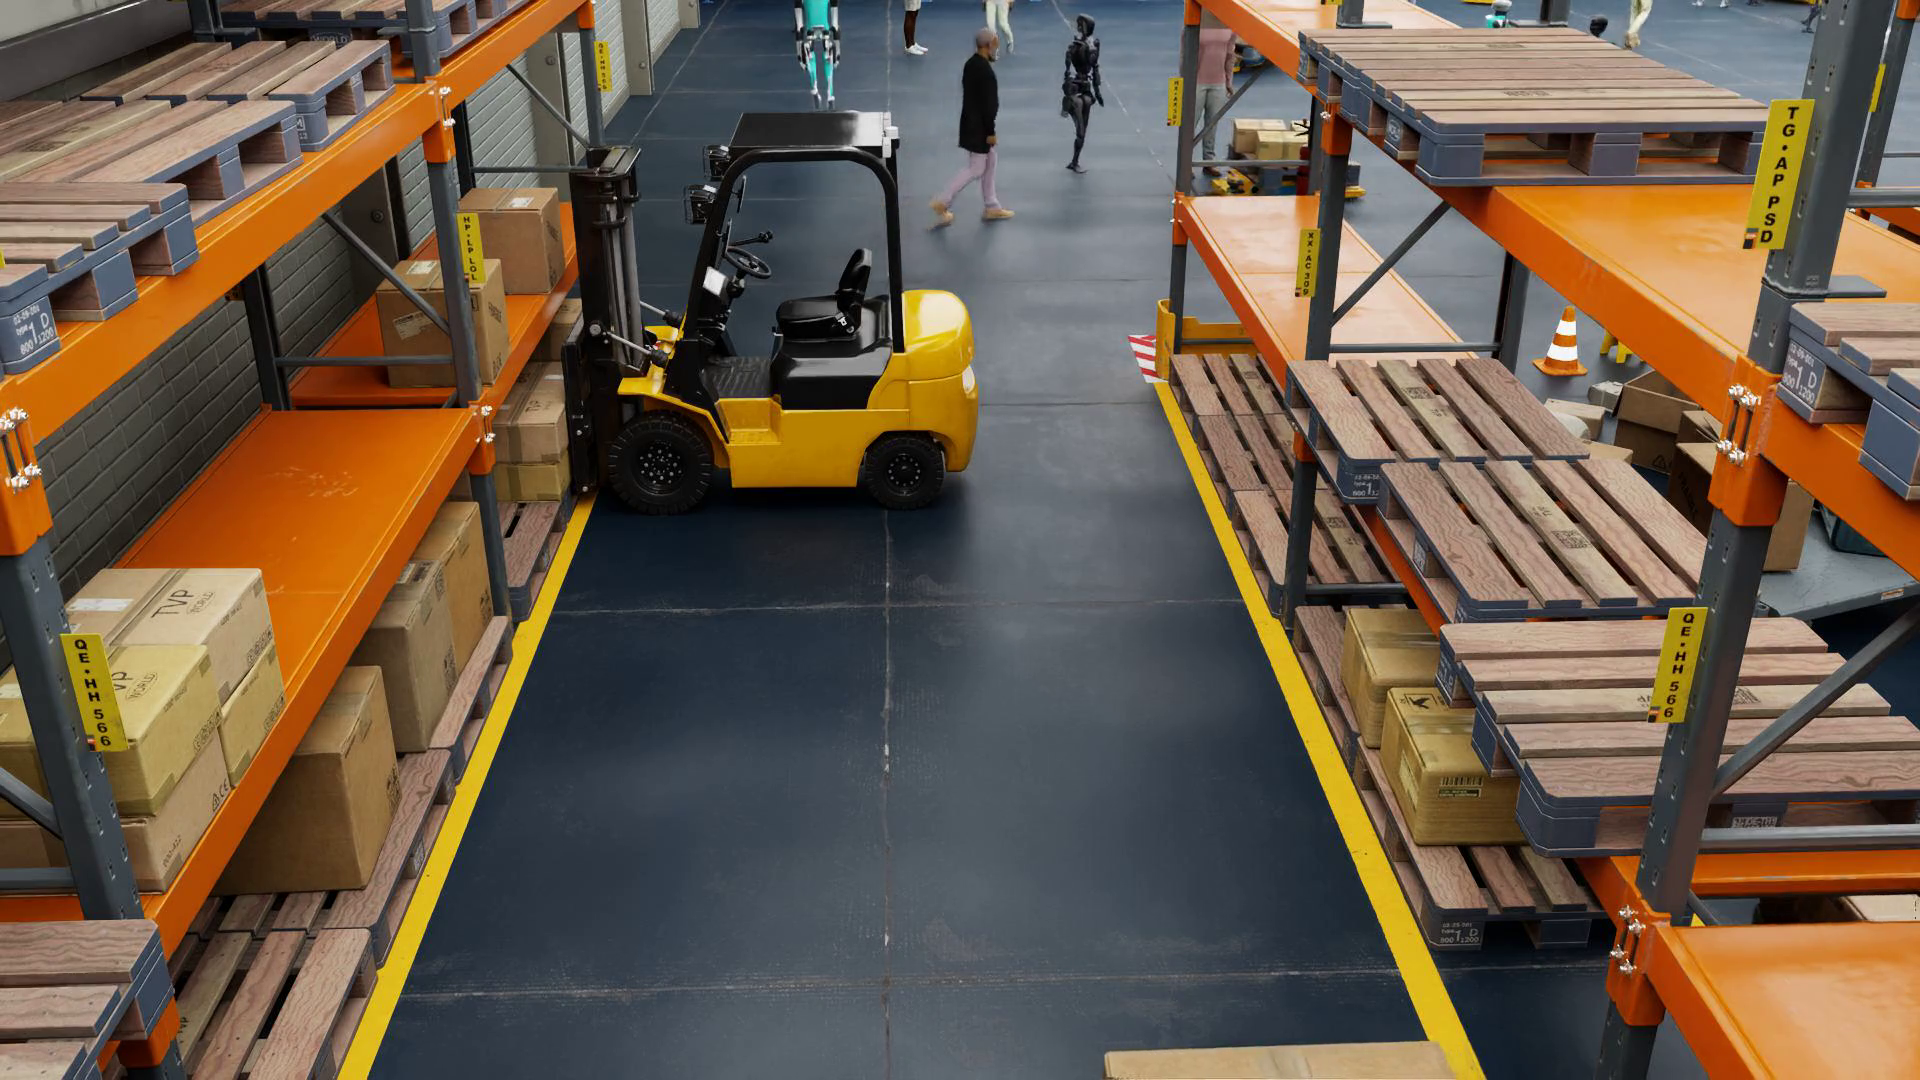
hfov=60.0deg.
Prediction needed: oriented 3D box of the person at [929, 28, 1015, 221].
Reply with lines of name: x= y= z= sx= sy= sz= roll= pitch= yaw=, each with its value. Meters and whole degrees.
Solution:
person: x=0.108 y=-3.902 z=15.756 sx=0.820 sy=1.830 sz=0.579 roll=-5 pitch=26 yaw=-11

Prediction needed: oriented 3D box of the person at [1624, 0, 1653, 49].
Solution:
person: x=10.326 y=-8.387 z=25.204 sx=0.531 sy=1.869 sz=0.785 roll=20 pitch=32 yaw=36

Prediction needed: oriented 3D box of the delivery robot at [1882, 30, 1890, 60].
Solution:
delivery robot: x=13.388 y=-7.329 z=24.508 sx=0.813 sy=0.610 sz=0.499 roll=-14 pitch=29 yaw=-28

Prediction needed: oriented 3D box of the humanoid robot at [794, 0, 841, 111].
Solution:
humanoid robot: x=-1.669 y=-5.656 z=19.633 sx=0.541 sy=1.835 sz=0.738 roll=-2 pitch=25 yaw=-4

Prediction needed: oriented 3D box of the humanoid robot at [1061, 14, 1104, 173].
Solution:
humanoid robot: x=1.302 y=-4.758 z=17.738 sx=0.430 sy=1.649 sz=0.616 roll=21 pitch=33 yaw=38

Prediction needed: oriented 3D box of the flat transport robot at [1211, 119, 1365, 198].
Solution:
flat transport robot: x=3.355 y=-3.641 z=17.015 sx=1.431 sy=0.231 sz=0.659 roll=-4 pitch=26 yaw=-8

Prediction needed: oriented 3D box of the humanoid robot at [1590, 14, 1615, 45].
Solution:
humanoid robot: x=6.627 y=-4.754 z=17.737 sx=0.608 sy=1.657 sz=0.511 roll=-4 pitch=26 yaw=-9

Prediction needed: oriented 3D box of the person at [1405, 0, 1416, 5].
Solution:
person: x=6.835 y=-8.462 z=25.392 sx=0.382 sy=1.837 sz=0.563 roll=22 pitch=33 yaw=39

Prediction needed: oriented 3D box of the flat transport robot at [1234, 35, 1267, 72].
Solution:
flat transport robot: x=4.030 y=-6.950 z=24.021 sx=0.659 sy=0.231 sz=1.431 roll=23 pitch=34 yaw=40

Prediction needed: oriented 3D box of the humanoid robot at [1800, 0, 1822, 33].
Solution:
humanoid robot: x=13.837 y=-9.014 z=26.744 sx=0.365 sy=1.641 sz=0.609 roll=15 pitch=29 yaw=29

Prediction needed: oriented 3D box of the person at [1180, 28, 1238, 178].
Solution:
person: x=2.604 y=-4.802 z=17.519 sx=0.627 sy=1.939 sz=0.377 roll=-7 pitch=26 yaw=-15

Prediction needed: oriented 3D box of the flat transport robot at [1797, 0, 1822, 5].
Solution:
flat transport robot: x=15.383 y=-9.983 z=30.443 sx=0.659 sy=0.231 sz=1.431 roll=-12 pitch=28 yaw=-23

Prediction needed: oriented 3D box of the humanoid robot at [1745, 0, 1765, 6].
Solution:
humanoid robot: x=14.394 y=-10.397 z=29.675 sx=0.587 sy=1.651 sz=0.326 roll=-17 pitch=30 yaw=-32

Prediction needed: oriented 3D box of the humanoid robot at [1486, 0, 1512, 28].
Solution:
humanoid robot: x=6.096 y=-4.997 z=18.220 sx=1.003 sy=1.774 sz=0.530 roll=4 pitch=26 yaw=8

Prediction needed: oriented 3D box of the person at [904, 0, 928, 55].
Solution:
person: x=-0.695 y=-8.259 z=24.885 sx=0.373 sy=1.900 sz=0.542 roll=6 pitch=26 yaw=12

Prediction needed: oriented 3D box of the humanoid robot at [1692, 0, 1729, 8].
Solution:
humanoid robot: x=13.480 y=-10.288 z=29.388 sx=0.550 sy=1.782 sz=0.870 roll=-10 pitch=27 yaw=-20

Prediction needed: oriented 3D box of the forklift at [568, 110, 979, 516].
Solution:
forklift: x=-1.043 y=-1.379 z=9.976 sx=2.313 sy=2.155 sz=1.214 roll=-1 pitch=25 yaw=-2

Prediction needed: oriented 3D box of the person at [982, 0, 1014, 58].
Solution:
person: x=0.548 y=-7.969 z=24.485 sx=0.582 sy=1.702 sz=0.591 roll=13 pitch=28 yaw=26

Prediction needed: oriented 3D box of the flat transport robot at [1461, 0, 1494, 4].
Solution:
flat transport robot: x=9.713 y=-10.006 z=30.493 sx=0.659 sy=0.231 sz=1.431 roll=15 pitch=29 yaw=28

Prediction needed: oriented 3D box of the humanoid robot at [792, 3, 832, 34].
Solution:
humanoid robot: x=-2.393 y=-8.922 z=26.589 sx=0.774 sy=1.622 sz=0.609 roll=20 pitch=32 yaw=35
